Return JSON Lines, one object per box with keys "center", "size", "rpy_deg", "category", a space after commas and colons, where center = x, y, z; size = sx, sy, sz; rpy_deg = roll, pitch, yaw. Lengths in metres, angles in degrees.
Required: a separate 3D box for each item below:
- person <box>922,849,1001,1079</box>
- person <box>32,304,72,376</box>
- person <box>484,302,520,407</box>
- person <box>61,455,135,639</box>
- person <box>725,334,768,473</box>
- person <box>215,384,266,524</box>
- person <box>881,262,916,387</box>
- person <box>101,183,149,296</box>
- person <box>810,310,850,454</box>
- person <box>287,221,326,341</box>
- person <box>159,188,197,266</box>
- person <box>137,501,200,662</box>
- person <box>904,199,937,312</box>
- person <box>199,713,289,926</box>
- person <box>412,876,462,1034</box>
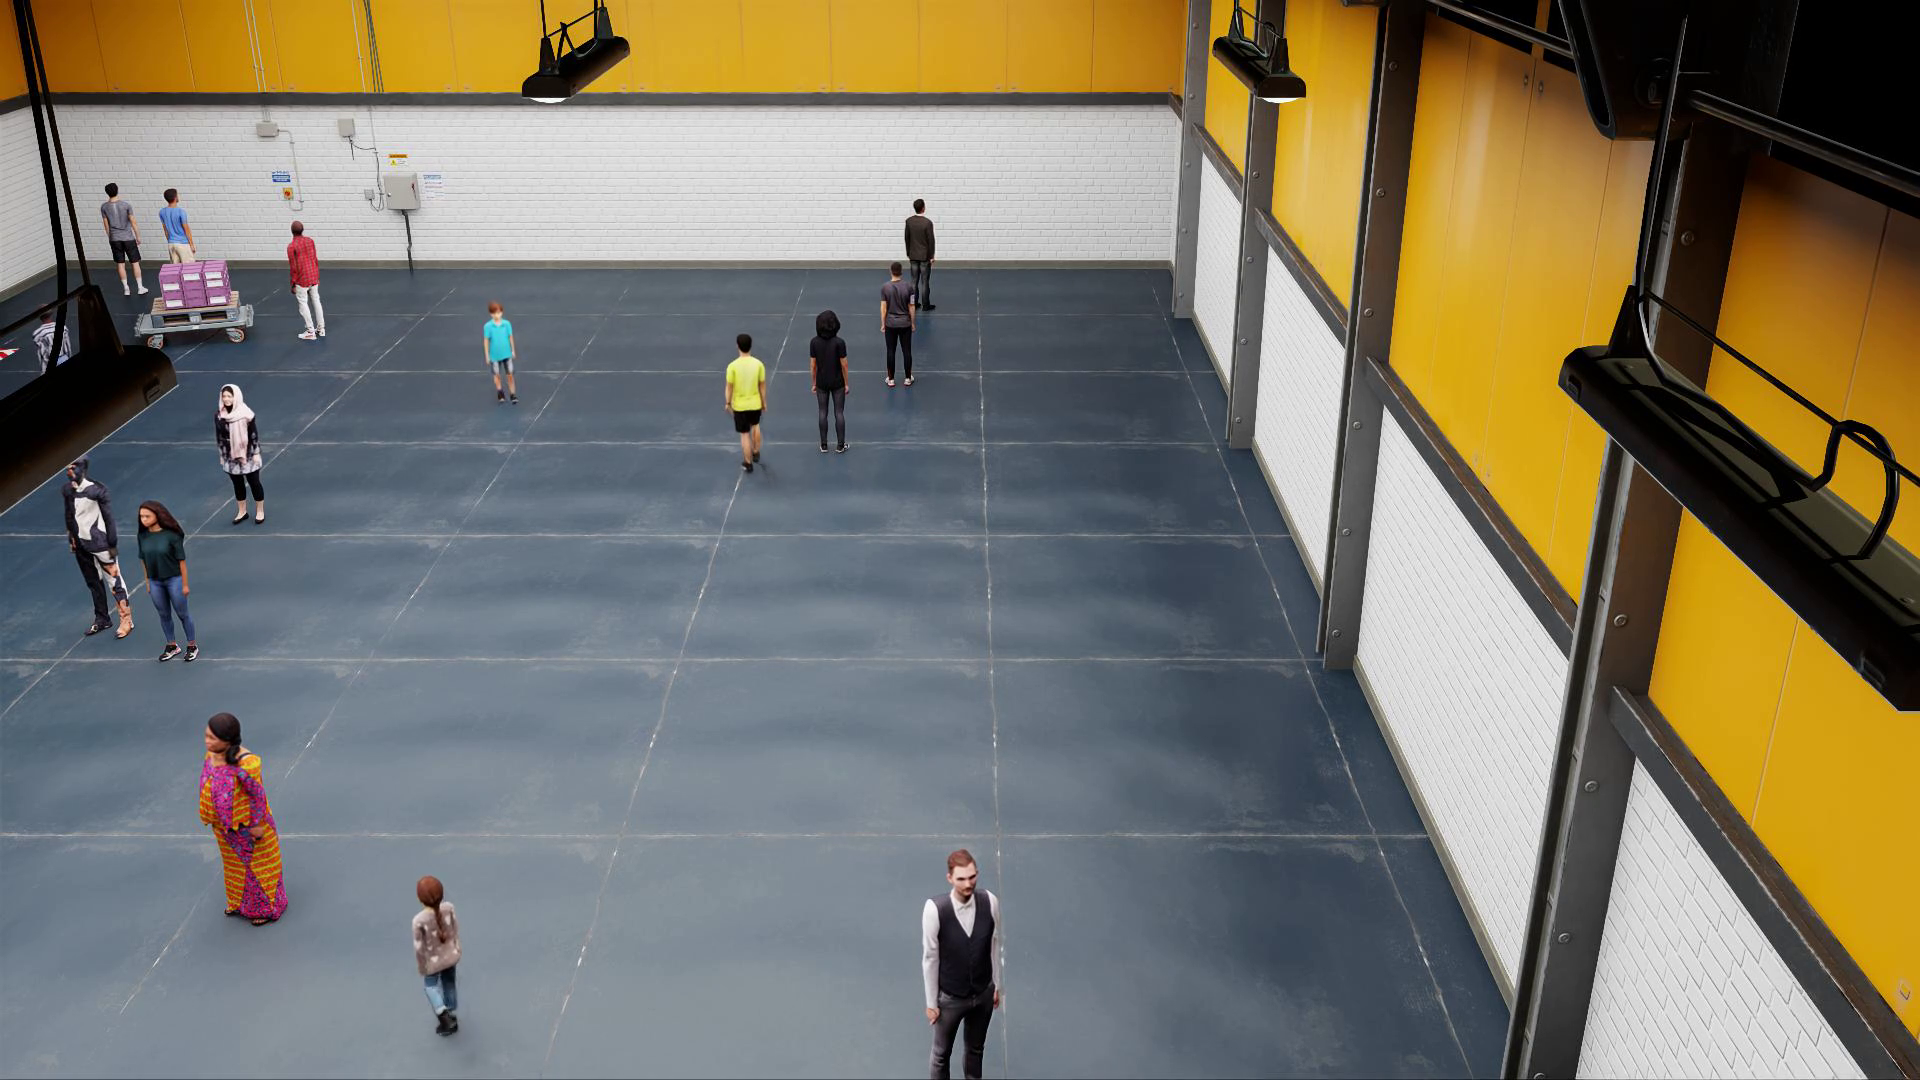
{"center": [0.007, 2.694, 10.022], "size": [0.735, 1.938, 0.711], "rpy_deg": [-10, 25, -21], "category": "person"}
{"center": [-11.530, -2.151, 21.286], "size": [0.753, 1.794, 0.627], "rpy_deg": [11, 26, 24], "category": "person"}
{"center": [-6.280, -2.557, 22.686], "size": [0.772, 1.417, 1.004], "rpy_deg": [-9, 25, -20], "category": "person"}
{"center": [-8.418, 0.028, 16.179], "size": [0.731, 1.893, 0.665], "rpy_deg": [5, 24, 12], "category": "person"}
{"center": [-2.575, -1.645, 20.258], "size": [0.791, 1.691, 0.892], "rpy_deg": [-9, 25, -21], "category": "person"}
{"center": [-8.140, -0.987, 18.819], "size": [0.612, 1.638, 0.598], "rpy_deg": [0, 24, -1], "category": "person"}
{"center": [-0.873, -3.030, 23.335], "size": [0.641, 1.764, 0.558], "rpy_deg": [-2, 24, -3], "category": "person"}
{"center": [-13.988, -5.027, 27.769], "size": [0.709, 1.871, 0.646], "rpy_deg": [-6, 24, -13], "category": "person"}
{"center": [-1.634, -1.991, 20.868], "size": [0.662, 1.837, 0.574], "rpy_deg": [3, 24, 8], "category": "person"}
{"center": [-10.029, -4.001, 25.488], "size": [0.816, 1.820, 0.708], "rpy_deg": [14, 27, 29], "category": "person"}
{"center": [-12.845, -4.850, 27.374], "size": [0.683, 1.864, 0.626], "rpy_deg": [4, 24, 10], "category": "person"}
{"center": [-7.497, 0.378, 15.726], "size": [0.602, 1.615, 0.592], "rpy_deg": [1, 24, 3], "category": "person"}
{"center": [-0.649, -4.628, 26.940], "size": [0.750, 1.804, 0.723], "rpy_deg": [12, 26, 25], "category": "person"}
{"center": [-5.201, 1.978, 11.978], "size": [0.768, 1.684, 0.802], "rpy_deg": [12, 26, 26], "category": "person"}
{"center": [-3.386, 2.734, 10.870], "size": [0.607, 1.188, 0.666], "rpy_deg": [-19, 30, -36], "category": "person"}
